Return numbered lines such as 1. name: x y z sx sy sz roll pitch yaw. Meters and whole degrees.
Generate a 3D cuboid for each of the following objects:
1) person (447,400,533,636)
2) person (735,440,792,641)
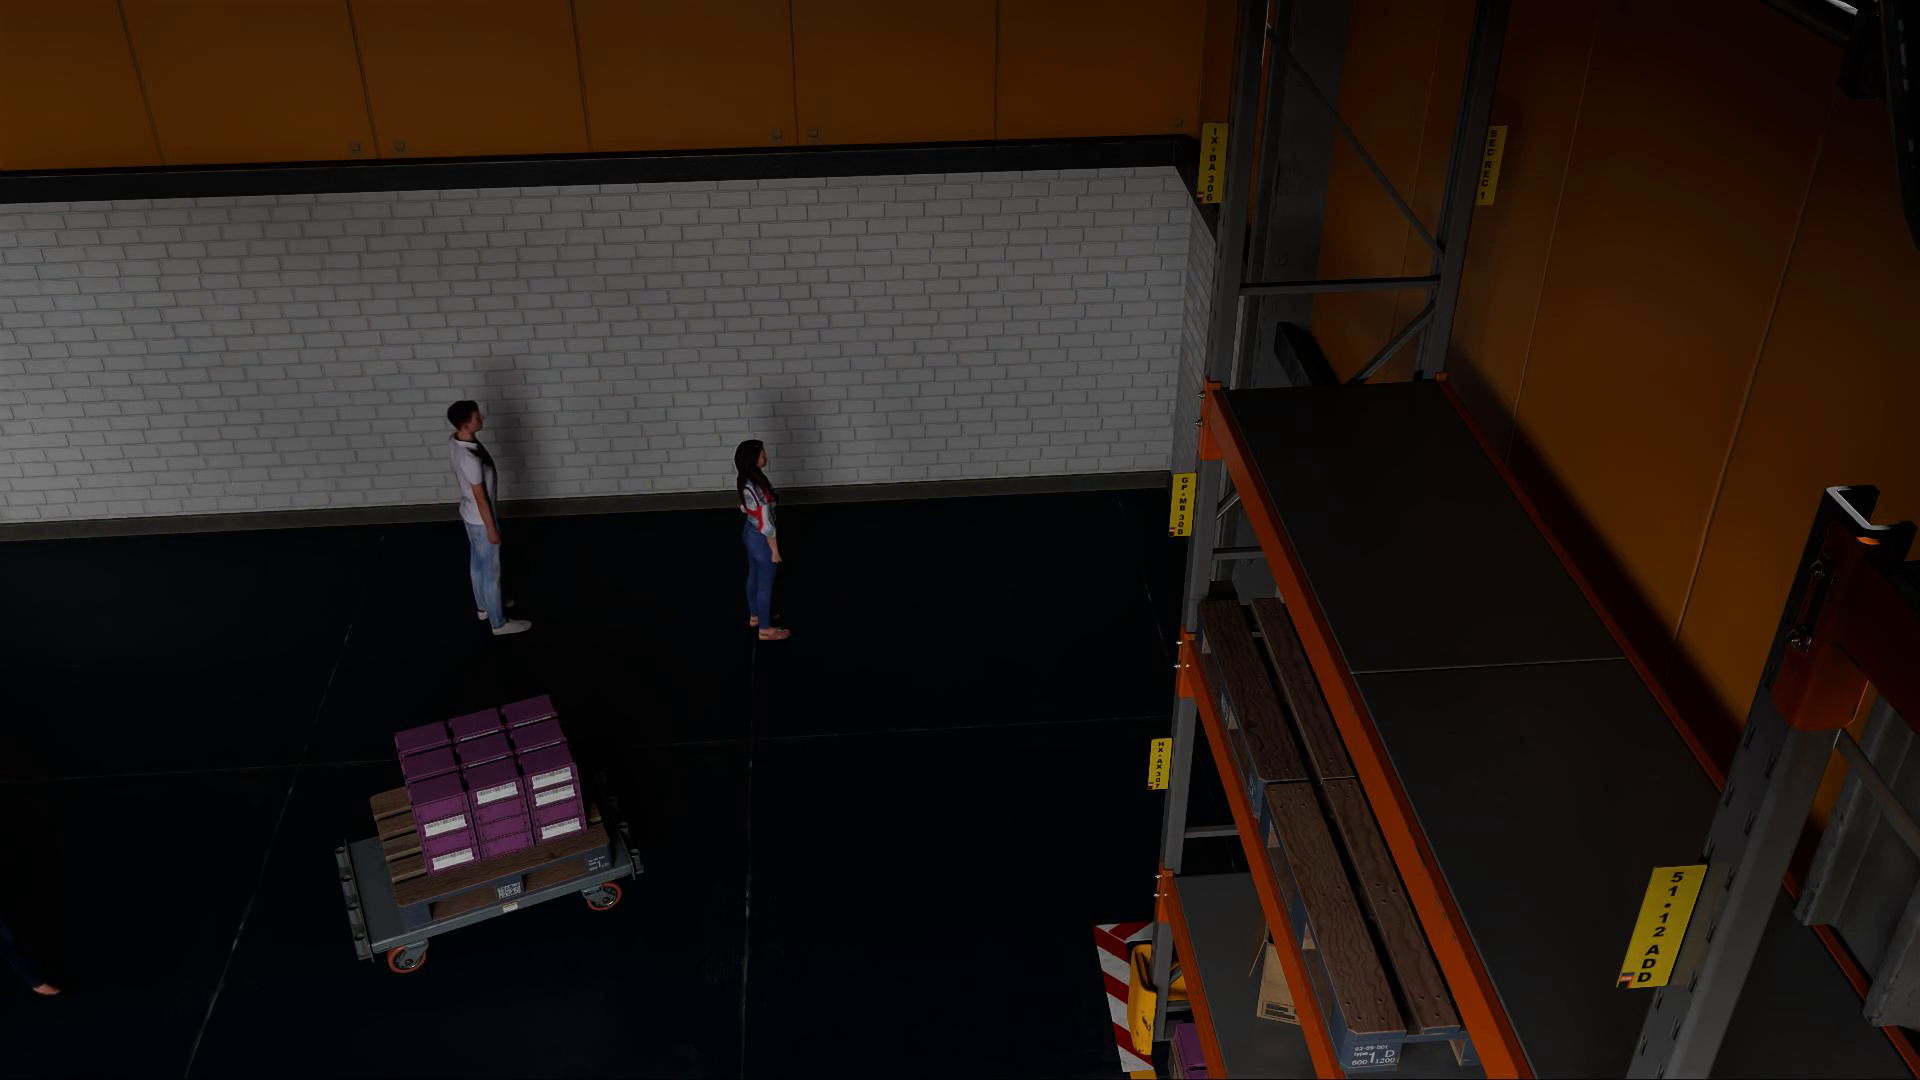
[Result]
1. person: -3.456 -0.171 11.941 0.785 1.850 0.639 -17 37 -24
2. person: -1.434 -0.015 11.921 0.717 1.613 0.564 -14 36 -21
